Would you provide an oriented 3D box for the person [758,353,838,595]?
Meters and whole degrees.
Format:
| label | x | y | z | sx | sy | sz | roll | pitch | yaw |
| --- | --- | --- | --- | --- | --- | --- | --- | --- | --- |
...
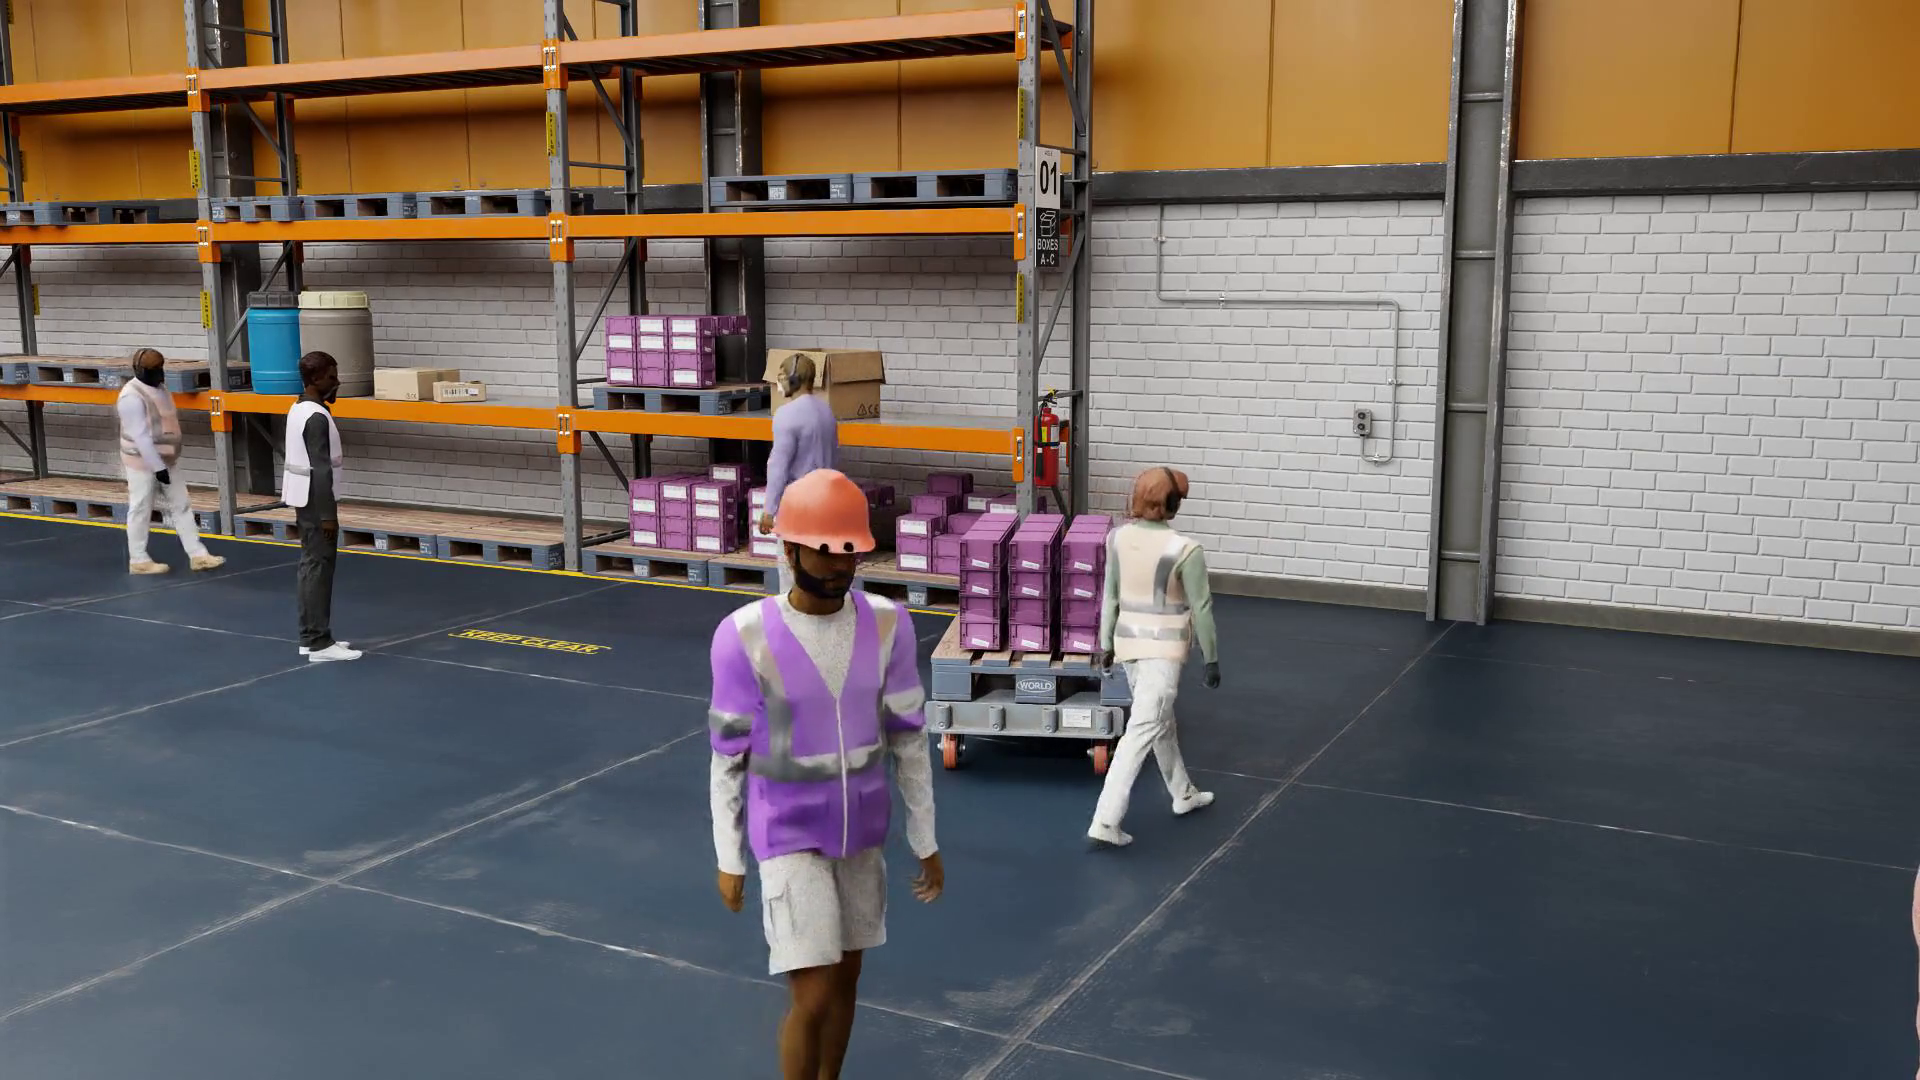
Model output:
| label | x | y | z | sx | sy | sz | roll | pitch | yaw |
| --- | --- | --- | --- | --- | --- | --- | --- | --- | --- |
| person | -0.909 | -0.214 | 10.404 | 0.911 | 1.914 | 0.641 | 3 | 10 | 19 |

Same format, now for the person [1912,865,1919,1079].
| label | x | y | z | sx | sy | sz | roll | pitch | yaw |
| --- | --- | --- | --- | --- | --- | --- | --- | --- | --- |
| person | 1.719 | 1.044 | 2.641 | 0.404 | 1.903 | 0.636 | 8 | 12 | 39 |

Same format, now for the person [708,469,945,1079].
| label | x | y | z | sx | sy | sz | roll | pitch | yaw |
| --- | --- | --- | --- | --- | --- | --- | --- | --- | --- |
| person | -0.313 | 0.775 | 4.249 | 0.560 | 1.917 | 0.632 | -5 | 11 | -30 |

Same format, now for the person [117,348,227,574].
| label | x | y | z | sx | sy | sz | roll | pitch | yaw |
| --- | --- | --- | --- | --- | --- | --- | --- | --- | --- |
| person | -6.242 | -0.599 | 13.074 | 0.830 | 1.806 | 0.648 | 0 | 9 | 0 |

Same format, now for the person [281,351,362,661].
| label | x | y | z | sx | sy | sz | roll | pitch | yaw |
| --- | --- | --- | --- | --- | --- | --- | --- | --- | --- |
| person | -3.996 | -0.207 | 10.311 | 0.370 | 1.915 | 0.597 | -6 | 11 | -31 |

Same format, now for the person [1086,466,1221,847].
| label | x | y | z | sx | sy | sz | roll | pitch | yaw |
| --- | --- | --- | --- | --- | --- | --- | --- | --- | --- |
| person | 0.830 | 0.483 | 7.056 | 0.874 | 1.592 | 0.536 | -8 | 12 | -40 |
